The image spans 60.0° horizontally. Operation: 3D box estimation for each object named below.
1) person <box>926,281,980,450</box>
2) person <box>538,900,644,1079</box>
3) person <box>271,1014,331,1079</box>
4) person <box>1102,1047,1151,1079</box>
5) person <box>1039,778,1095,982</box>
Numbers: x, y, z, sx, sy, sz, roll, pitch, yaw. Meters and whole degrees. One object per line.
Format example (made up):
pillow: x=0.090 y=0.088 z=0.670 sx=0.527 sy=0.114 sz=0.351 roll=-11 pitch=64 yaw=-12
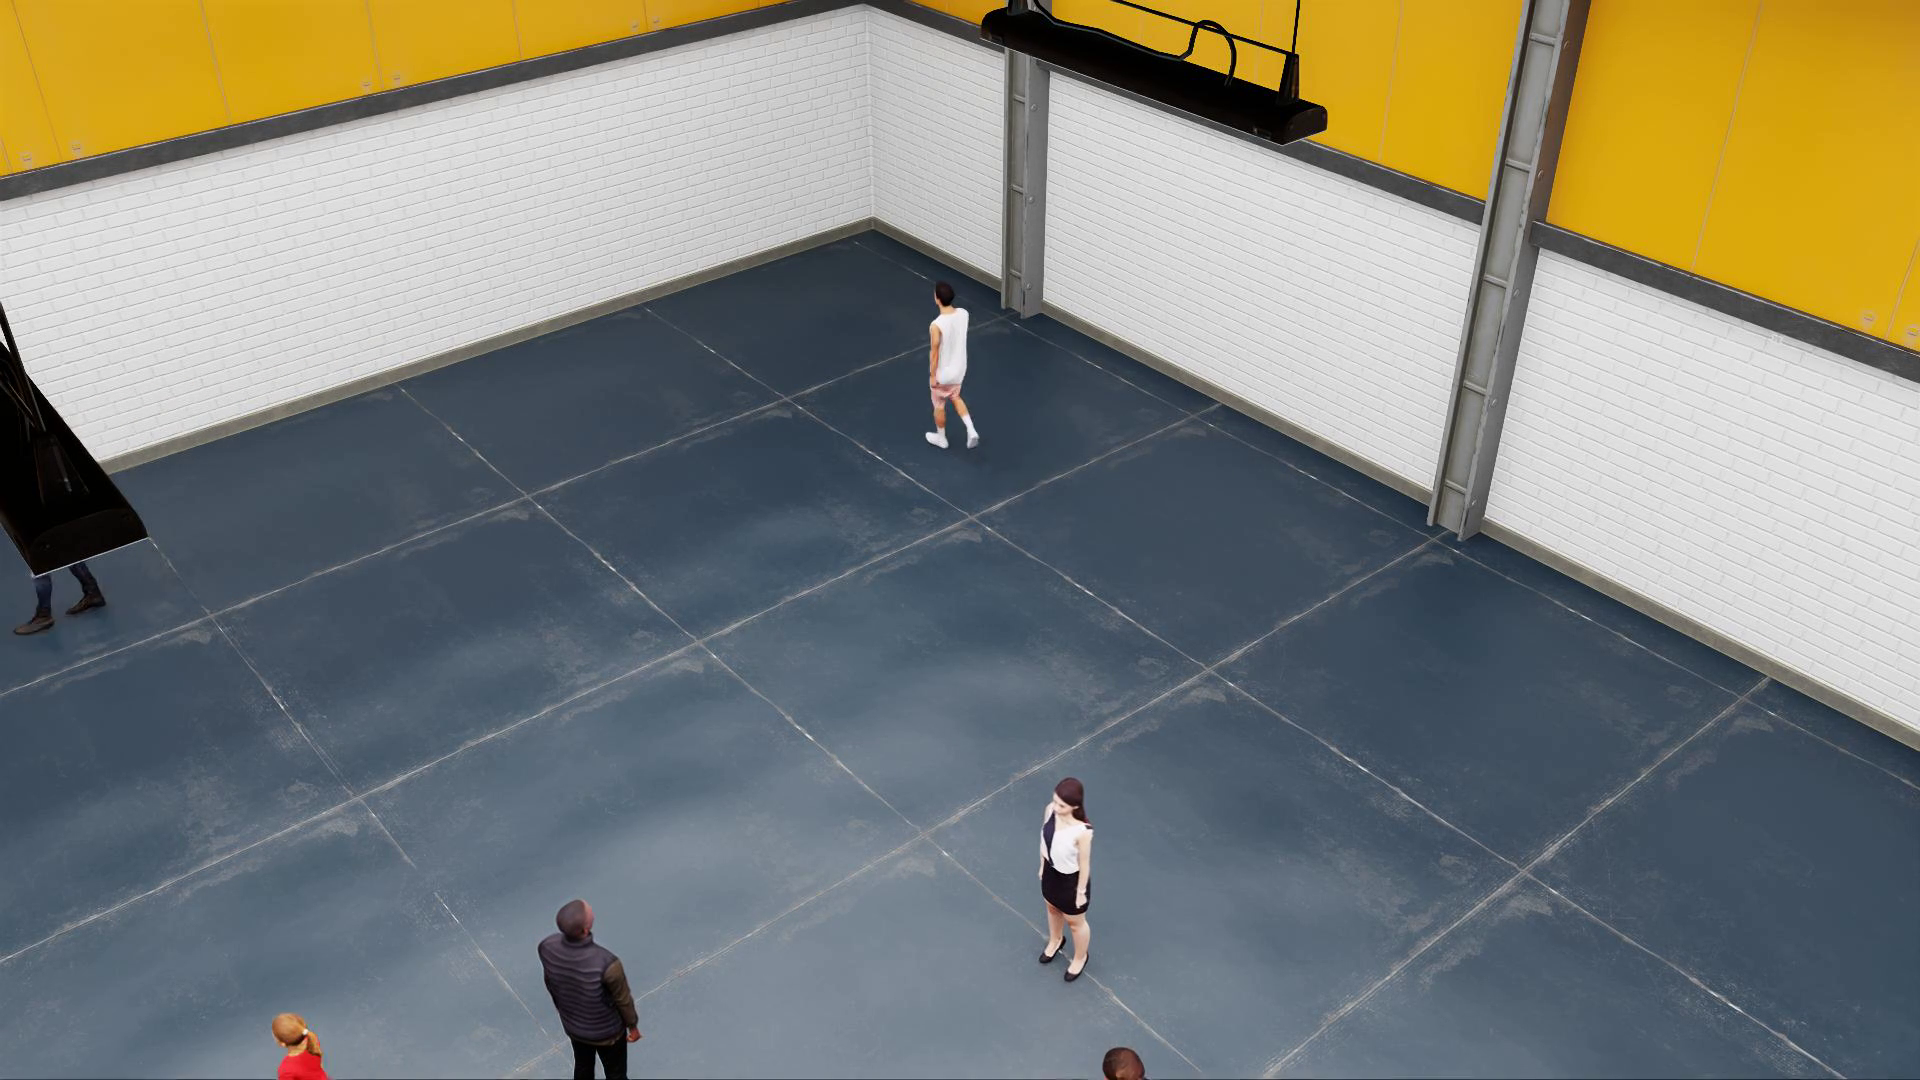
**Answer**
person: x=-0.061 y=-1.627 z=16.043 sx=0.644 sy=1.777 sz=0.878 roll=-26 pitch=42 yaw=-33
person: x=-2.083 y=2.725 z=9.443 sx=0.703 sy=1.836 sz=0.840 roll=12 pitch=35 yaw=17
person: x=-3.573 y=3.140 z=9.303 sx=0.698 sy=1.299 sz=0.612 roll=12 pitch=35 yaw=17
person: x=0.757 y=3.225 z=8.693 sx=0.828 sy=1.832 sz=1.135 roll=-18 pitch=37 yaw=-24
person: x=0.672 y=2.133 z=10.504 sx=0.604 sy=1.647 sz=0.458 roll=-27 pitch=42 yaw=-34
